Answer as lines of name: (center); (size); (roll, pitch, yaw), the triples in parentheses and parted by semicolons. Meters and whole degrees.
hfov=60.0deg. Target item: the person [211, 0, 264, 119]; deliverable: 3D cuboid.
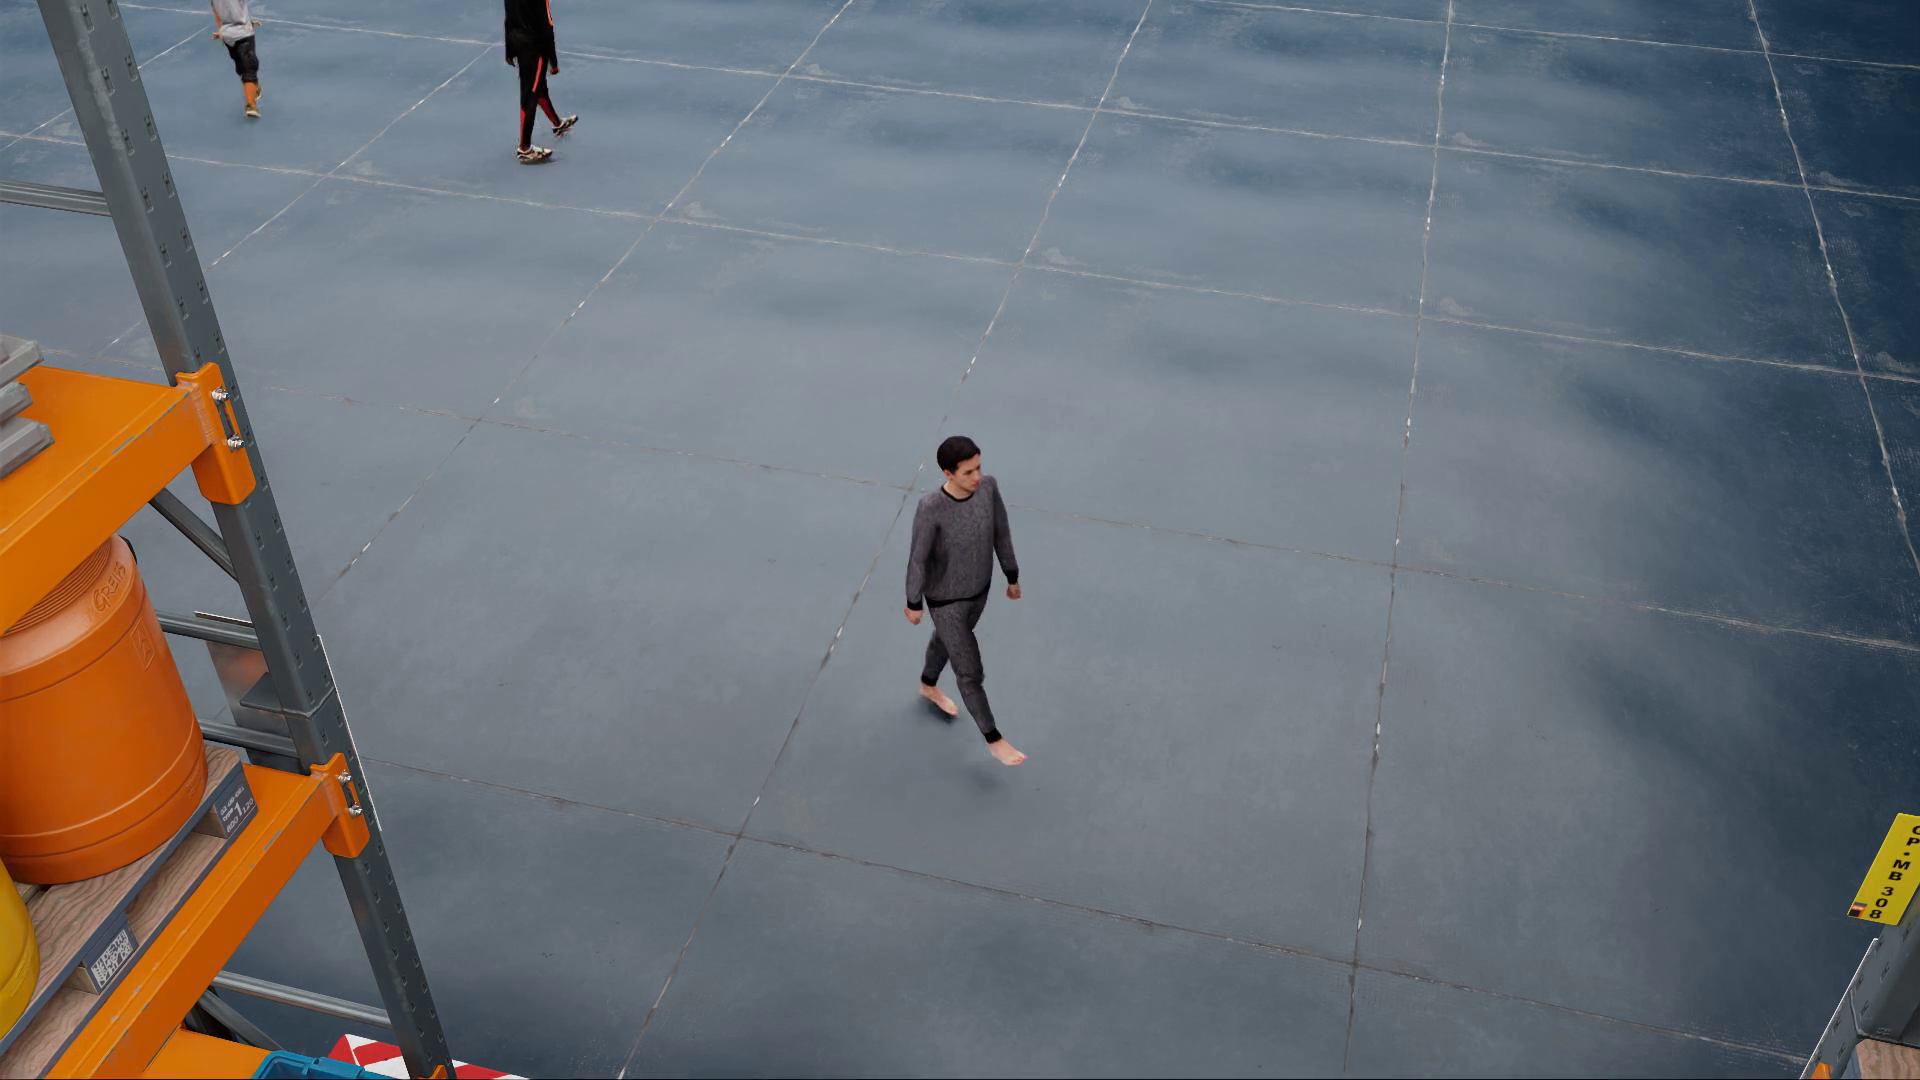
person: (-6.388, -4.490, 14.651); (0.797, 1.429, 1.081); (-4, 38, -5)

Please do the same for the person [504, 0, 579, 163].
person: (-3.617, -4.032, 13.790); (0.929, 1.769, 1.126); (29, 47, 32)

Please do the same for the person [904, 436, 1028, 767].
person: (-0.070, 0.211, 8.331); (1.168, 1.812, 1.125); (-30, 47, -33)
